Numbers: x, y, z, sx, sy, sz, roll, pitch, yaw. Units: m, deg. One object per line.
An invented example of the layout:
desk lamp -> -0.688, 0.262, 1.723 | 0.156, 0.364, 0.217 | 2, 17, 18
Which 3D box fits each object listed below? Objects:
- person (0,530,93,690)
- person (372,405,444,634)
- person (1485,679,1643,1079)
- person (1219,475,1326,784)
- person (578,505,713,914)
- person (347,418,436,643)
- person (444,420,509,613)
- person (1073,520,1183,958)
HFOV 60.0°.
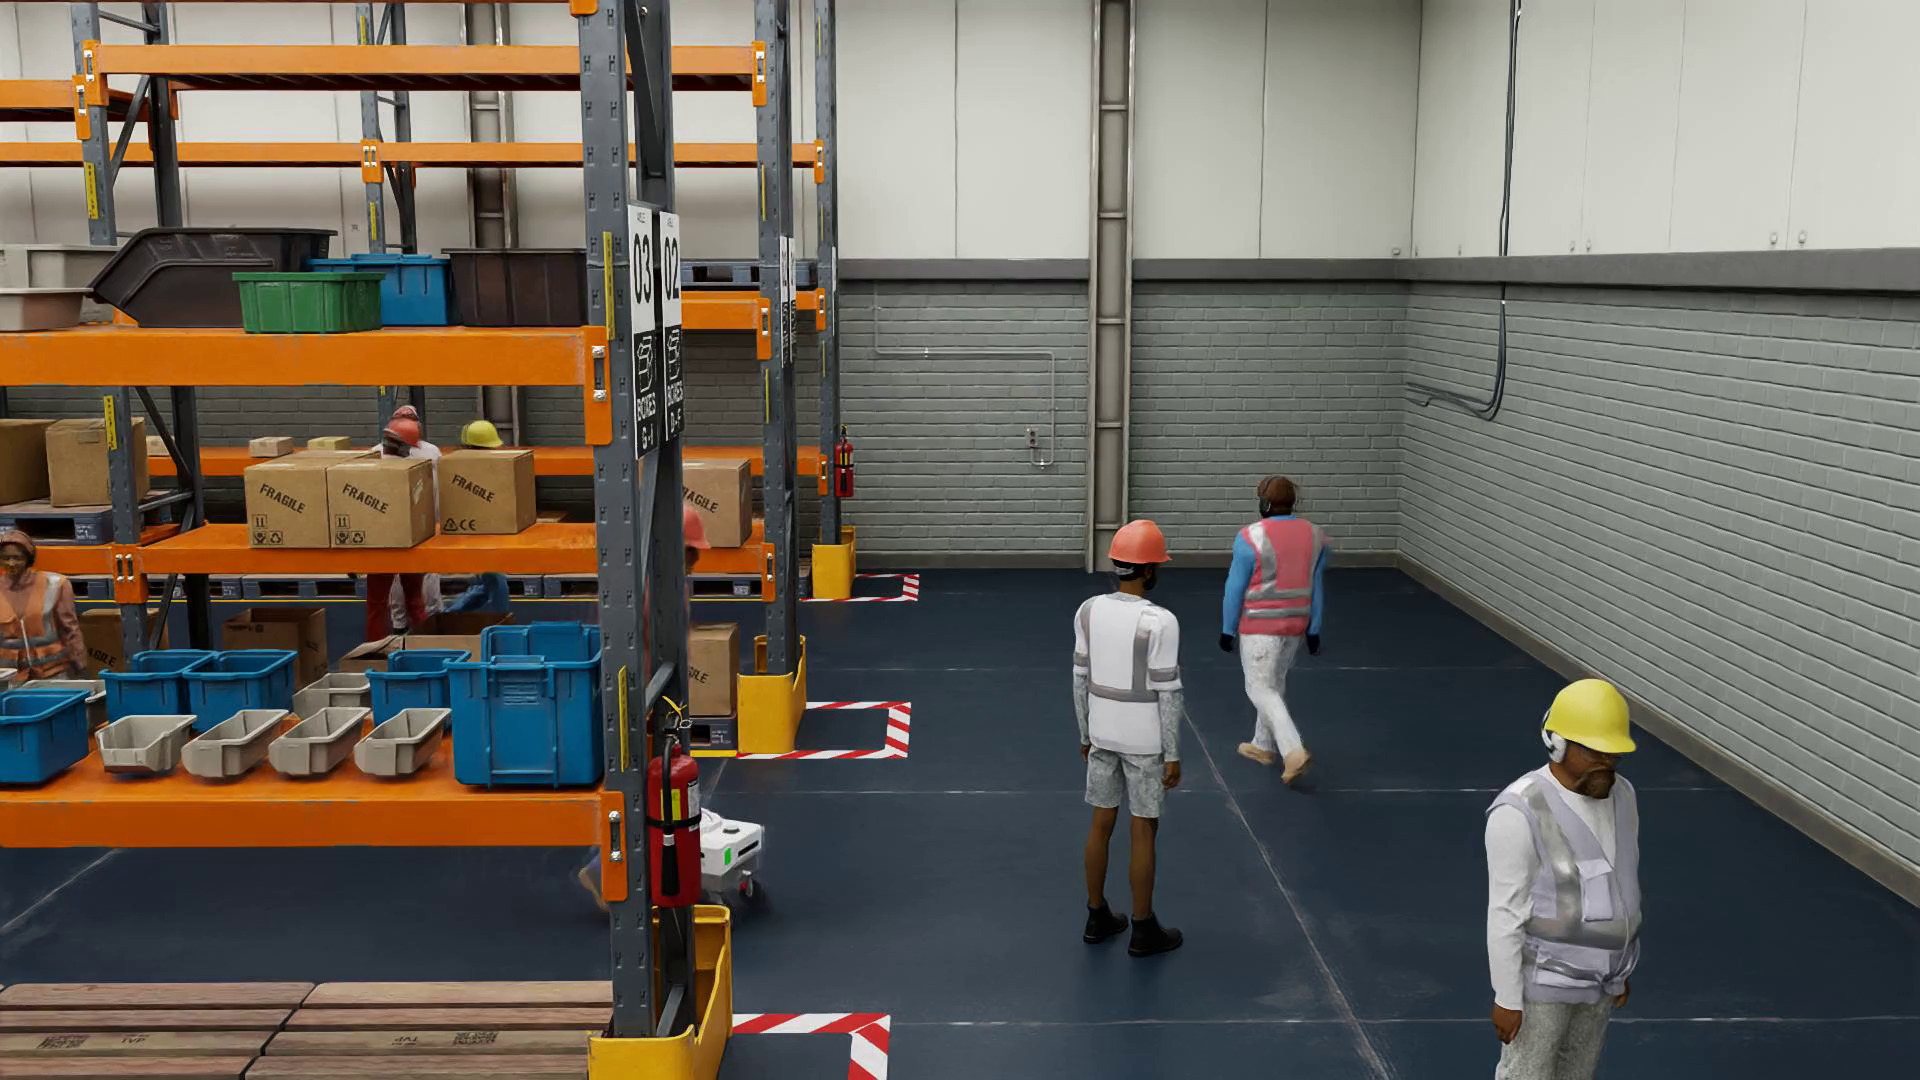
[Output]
person -> -5.069, 0.744, 9.116 | 0.592, 1.630, 0.340 | -3, 10, -18
person -> -4.555, -0.163, 13.836 | 0.638, 1.909, 0.408 | 0, 9, 0
person -> 1.841, 1.307, 5.055 | 0.599, 1.827, 0.403 | -6, 11, -33
person -> 1.910, 0.525, 9.916 | 0.624, 1.815, 0.813 | -5, 11, -29
person -> -1.398, 0.807, 7.723 | 0.530, 1.965, 0.618 | 1, 9, 8
person -> -4.122, 0.097, 12.063 | 0.665, 1.961, 0.445 | -6, 11, -34
person -> -3.724, 0.006, 12.834 | 0.763, 1.894, 0.606 | 1, 9, 5
person -> 0.765, 0.871, 7.401 | 0.549, 1.936, 0.377 | 9, 13, 42
